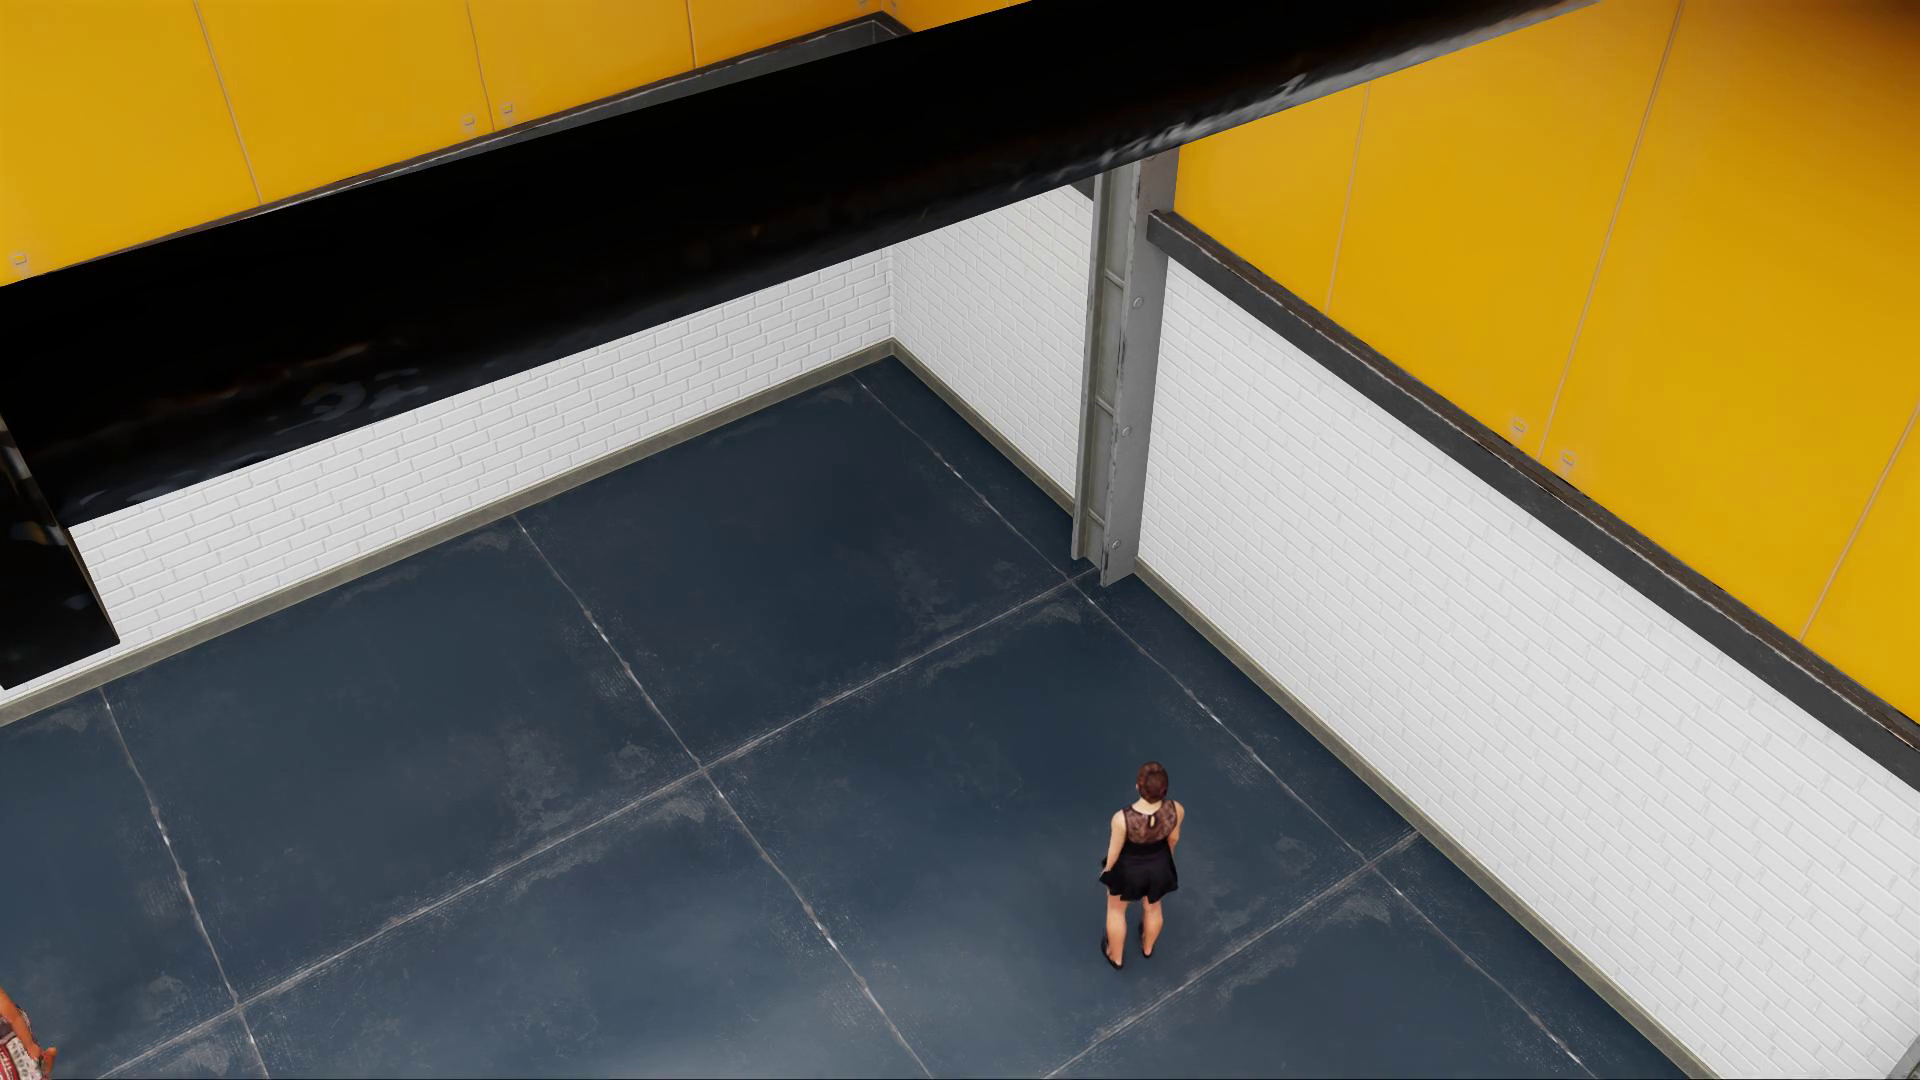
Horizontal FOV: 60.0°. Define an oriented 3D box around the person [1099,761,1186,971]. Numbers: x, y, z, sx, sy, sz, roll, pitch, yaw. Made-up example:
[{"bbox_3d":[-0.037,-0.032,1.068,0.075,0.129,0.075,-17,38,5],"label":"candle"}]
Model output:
[{"bbox_3d":[0.991,1.808,9.181,0.671,1.677,0.677,-9,44,-10],"label":"person"}]
